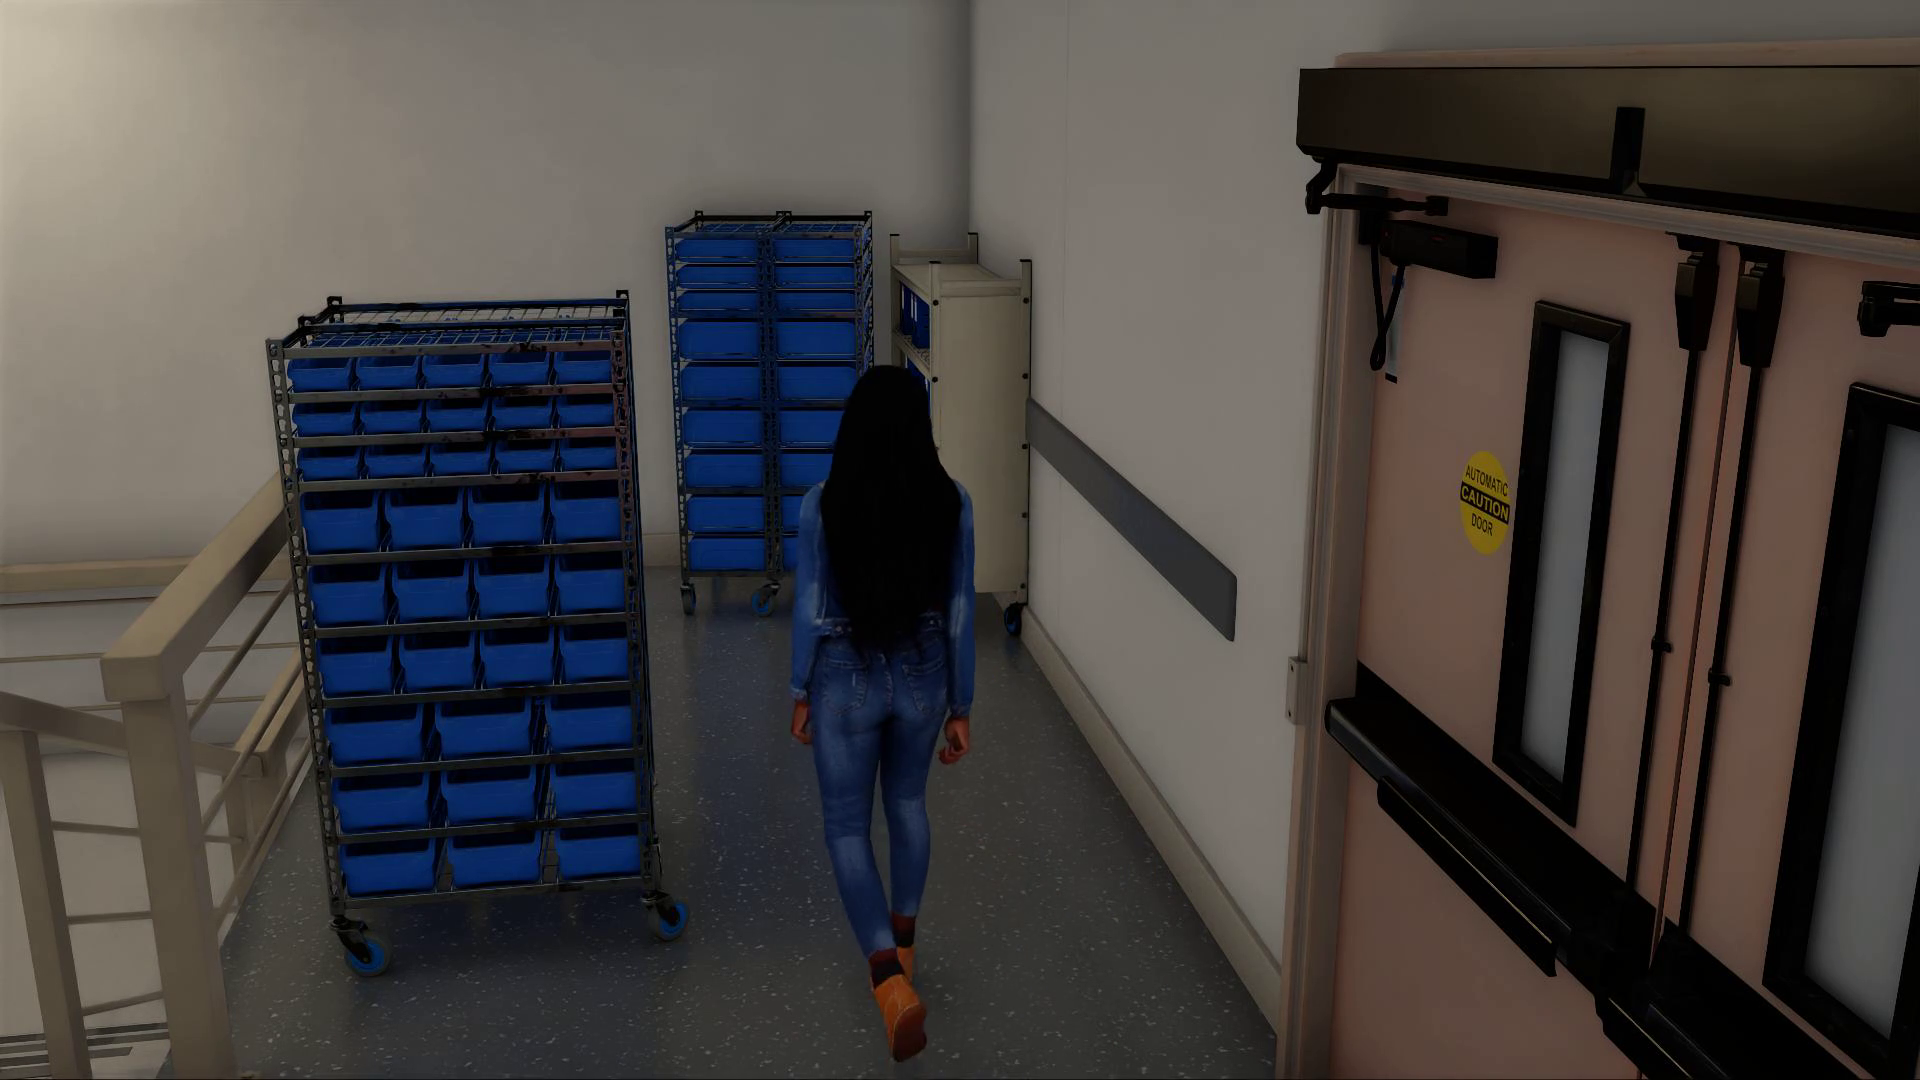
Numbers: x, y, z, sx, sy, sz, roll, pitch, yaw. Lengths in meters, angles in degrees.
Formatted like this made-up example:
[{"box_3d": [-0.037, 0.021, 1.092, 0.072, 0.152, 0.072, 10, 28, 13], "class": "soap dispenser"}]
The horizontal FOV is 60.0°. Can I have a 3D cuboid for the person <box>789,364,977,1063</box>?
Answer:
[{"box_3d": [-0.178, 0.444, 4.051, 0.649, 1.695, 1.044, -4, 16, -13], "class": "person"}]
